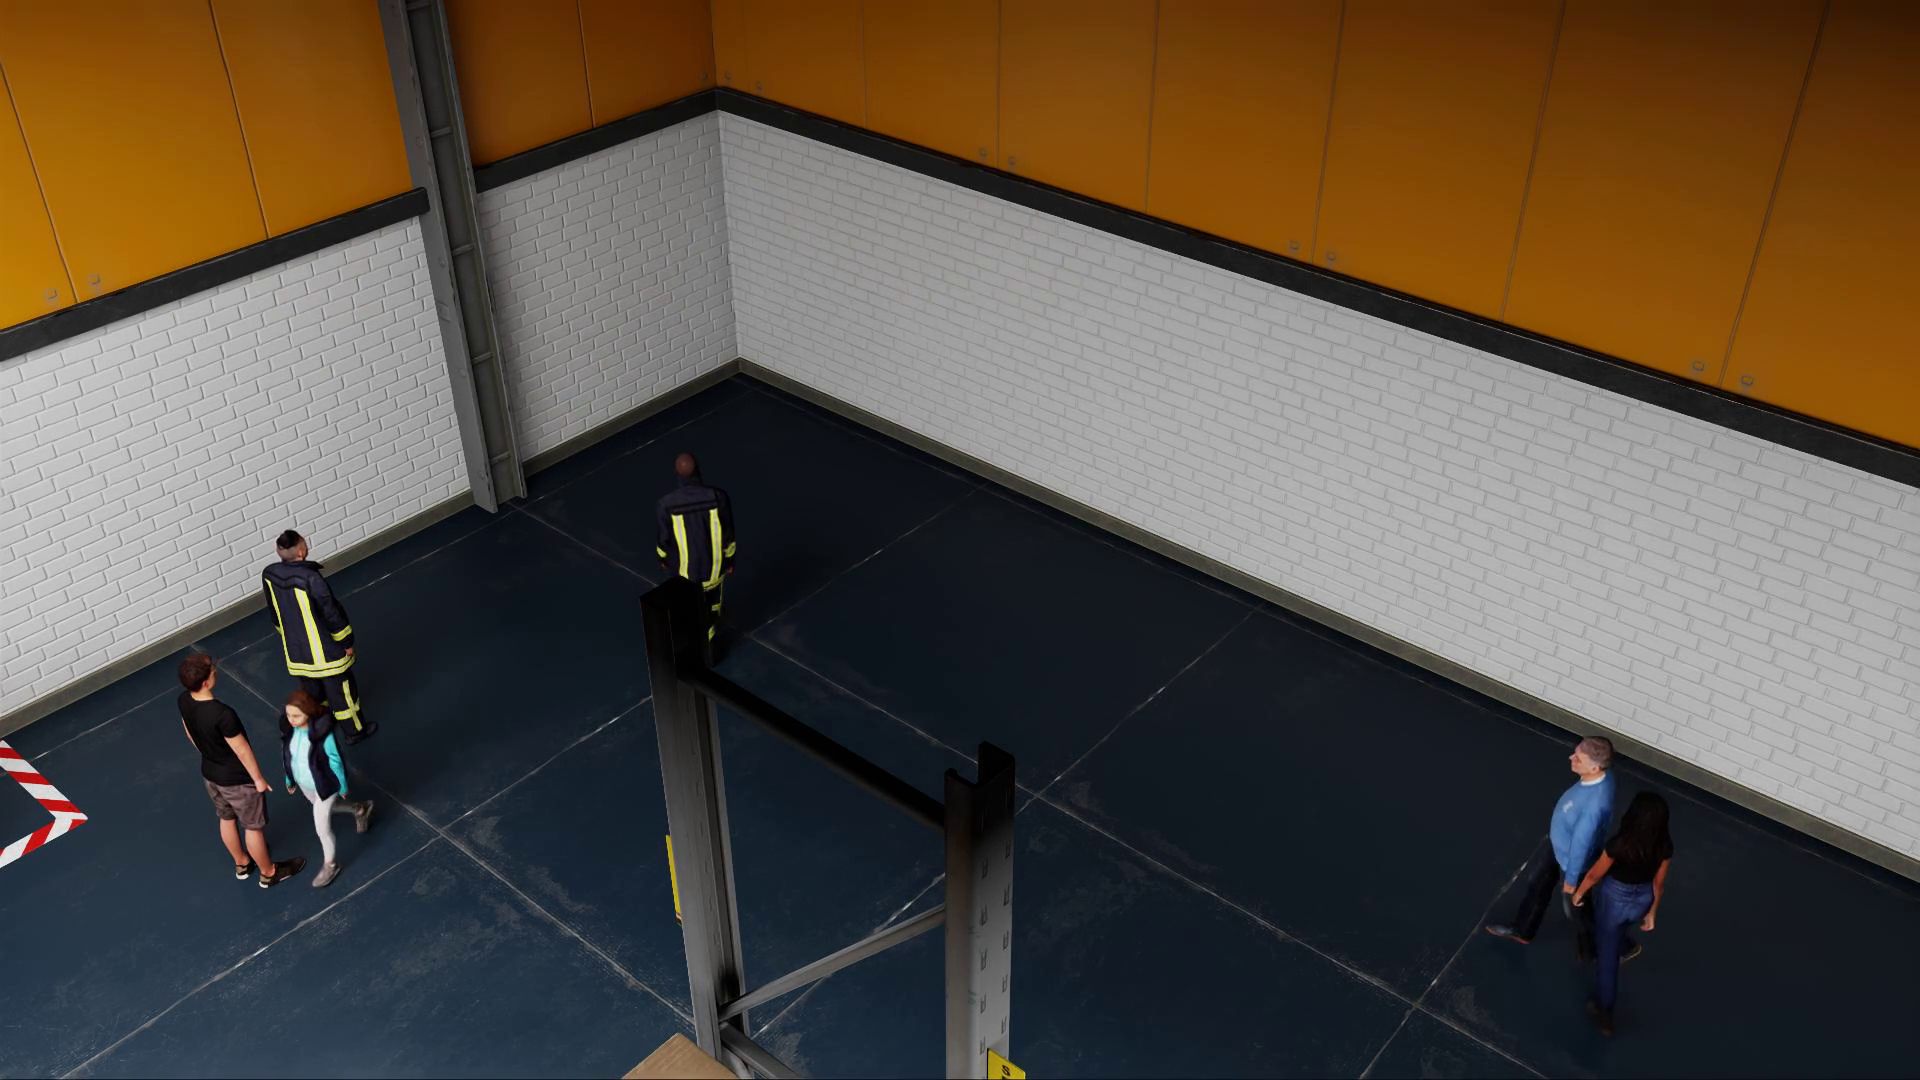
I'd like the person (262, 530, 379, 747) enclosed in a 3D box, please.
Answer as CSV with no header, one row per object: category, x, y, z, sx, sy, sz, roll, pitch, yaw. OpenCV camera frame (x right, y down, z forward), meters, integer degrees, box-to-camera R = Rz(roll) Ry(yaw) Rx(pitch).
person,-4.690,0.687,12.077,0.861,1.862,0.839,10,35,15

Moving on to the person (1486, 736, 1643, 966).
person,3.889,1.955,10.245,1.031,1.778,1.191,9,35,13

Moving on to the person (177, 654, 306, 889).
person,-4.778,1.503,10.850,0.715,1.862,0.658,16,37,23

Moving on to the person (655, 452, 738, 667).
person,-2.015,0.173,12.908,1.132,1.798,1.130,-10,35,-15

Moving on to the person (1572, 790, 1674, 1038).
person,3.952,2.256,9.851,0.988,1.713,1.055,-2,34,-3

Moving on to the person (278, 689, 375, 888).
person,-4.248,1.562,11.107,0.709,1.478,0.987,15,36,21
